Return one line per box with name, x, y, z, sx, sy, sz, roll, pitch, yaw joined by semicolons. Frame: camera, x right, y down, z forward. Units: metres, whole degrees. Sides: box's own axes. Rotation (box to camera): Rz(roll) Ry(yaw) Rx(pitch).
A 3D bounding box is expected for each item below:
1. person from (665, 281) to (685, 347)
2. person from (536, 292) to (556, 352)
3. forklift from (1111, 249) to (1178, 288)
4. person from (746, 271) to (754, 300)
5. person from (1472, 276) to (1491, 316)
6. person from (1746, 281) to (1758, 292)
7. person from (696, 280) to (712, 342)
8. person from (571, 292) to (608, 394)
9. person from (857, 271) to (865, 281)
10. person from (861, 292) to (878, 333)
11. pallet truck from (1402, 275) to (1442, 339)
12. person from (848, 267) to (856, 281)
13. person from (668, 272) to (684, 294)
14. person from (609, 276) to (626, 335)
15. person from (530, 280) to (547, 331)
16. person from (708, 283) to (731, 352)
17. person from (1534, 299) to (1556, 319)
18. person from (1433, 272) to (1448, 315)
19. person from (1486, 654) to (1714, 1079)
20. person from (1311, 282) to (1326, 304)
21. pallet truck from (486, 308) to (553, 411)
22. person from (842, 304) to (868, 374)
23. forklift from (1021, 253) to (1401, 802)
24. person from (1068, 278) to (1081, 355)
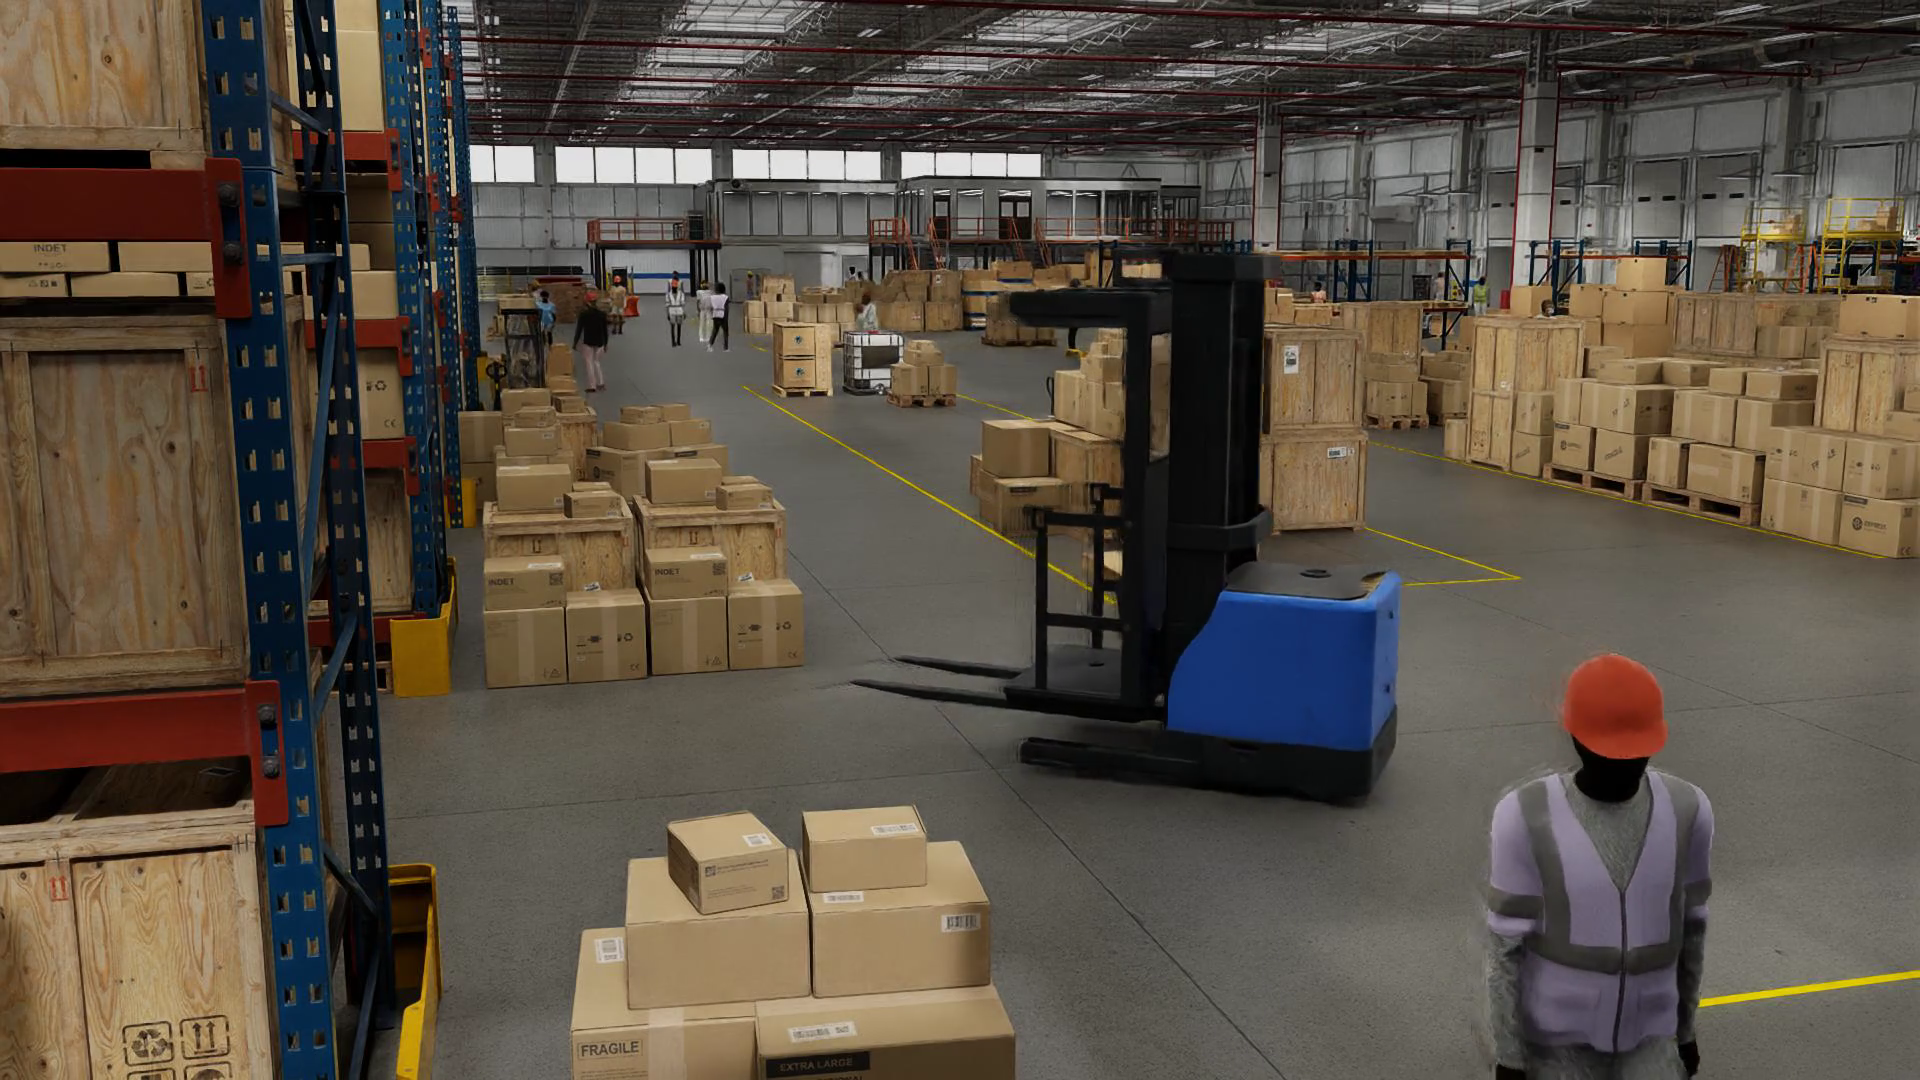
person;-8.197;-6.521;47.933;0.550;1.890;0.985;-2;10;-11
person;-11.114;-5.819;44.566;0.552;1.648;0.843;0;10;-2
forklift;2.700;-2.910;24.652;1.129;2.768;1.873;-3;10;-15
person;-9.391;-11.146;74.440;0.315;1.770;0.523;3;11;18
person;18.364;-8.386;58.654;0.631;1.826;0.604;3;10;17
person;27.314;-8.209;57.354;0.594;1.925;0.376;-9;13;-40
person;-7.714;-6.933;50.292;0.514;1.872;0.328;-7;12;-34
person;-7.238;-3.851;32.526;0.546;1.974;0.633;8;13;38
person;-4.324;-10.607;71.282;0.879;1.807;0.528;9;13;41
person;-2.134;-4.792;38.313;0.968;1.833;0.641;-5;11;-28
pallet truck;14.620;-7.324;52.145;0.823;1.965;1.885;8;13;40
person;-4.841;-11.290;74.690;0.367;1.966;0.607;-5;11;-26
person;-11.199;-9.624;65.515;0.618;1.868;0.966;-1;10;-6
person;-11.166;-7.637;54.225;0.569;1.882;0.976;-1;10;-3
person;-13.481;-7.312;52.641;0.920;1.787;0.622;-1;10;-6
person;-6.522;-6.007;44.994;0.590;1.892;0.770;4;11;22
person;10.402;-3.316;29.617;0.632;1.939;0.368;-7;12;-33
person;20.178;-10.353;69.902;0.626;1.796;0.977;1;10;4
person;1.570;1.209;4.061;0.565;1.911;0.577;0;10;2
person;11.919;-7.733;55.349;0.536;1.689;0.320;5;11;24
pallet truck;-6.242;-2.418;24.362;0.823;1.965;1.885;1;10;3
person;-2.185;-4.533;37.495;0.883;1.589;0.496;2;10;9
forklift;1.412;-0.154;9.044;1.873;2.768;1.129;4;11;22
person;3.081;-5.951;44.245;0.538;2.000;0.687;1;10;3
